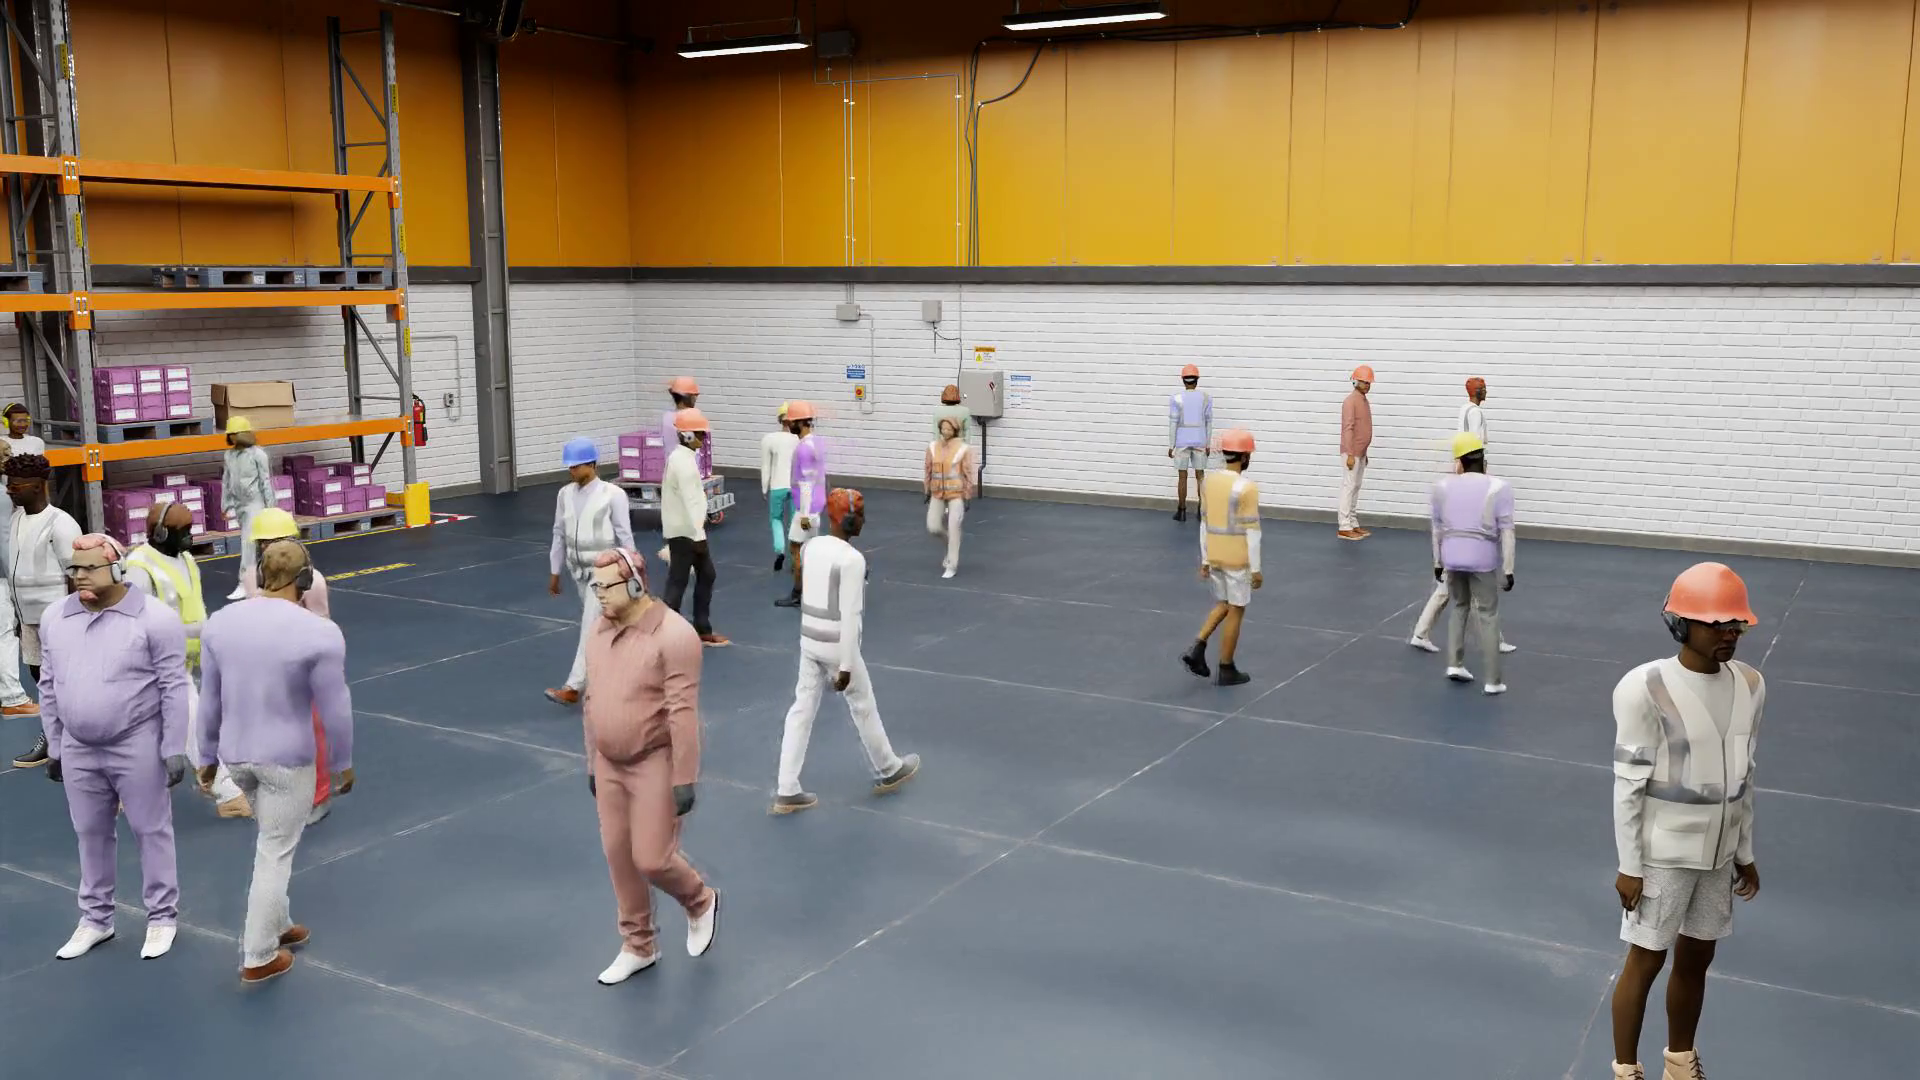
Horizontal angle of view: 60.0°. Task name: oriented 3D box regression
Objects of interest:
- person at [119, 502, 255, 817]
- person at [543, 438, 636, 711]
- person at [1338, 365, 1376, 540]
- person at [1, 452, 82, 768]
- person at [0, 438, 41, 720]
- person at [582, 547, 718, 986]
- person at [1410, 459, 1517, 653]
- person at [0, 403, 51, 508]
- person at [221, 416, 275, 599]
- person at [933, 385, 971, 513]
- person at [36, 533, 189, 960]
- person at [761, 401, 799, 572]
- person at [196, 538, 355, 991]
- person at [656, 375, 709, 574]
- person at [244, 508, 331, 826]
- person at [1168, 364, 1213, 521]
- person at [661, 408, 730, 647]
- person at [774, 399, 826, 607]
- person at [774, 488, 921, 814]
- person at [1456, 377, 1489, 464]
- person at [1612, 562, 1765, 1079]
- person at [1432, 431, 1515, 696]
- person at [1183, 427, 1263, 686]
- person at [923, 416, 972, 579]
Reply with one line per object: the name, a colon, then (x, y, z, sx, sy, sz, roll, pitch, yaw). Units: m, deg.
person: (-4.405, 0.670, 9.261, 1.002, 1.783, 0.632, 0, 9, -2)
person: (-2.638, 0.225, 11.694, 0.629, 1.883, 1.006, 6, 11, 31)
person: (4.550, -1.004, 19.048, 0.392, 1.989, 0.610, 6, 11, 31)
person: (-5.556, 0.441, 10.099, 0.613, 1.963, 0.361, 5, 11, 30)
person: (-6.547, 0.254, 11.353, 0.631, 1.939, 0.370, 8, 12, 40)
person: (-1.351, 0.955, 7.141, 0.662, 1.884, 0.490, 6, 11, 34)
person: (4.005, 0.123, 13.233, 0.851, 1.596, 0.530, -2, 9, -9)
person: (-8.580, -0.322, 15.203, 0.321, 1.860, 0.519, 8, 12, 40)
person: (-6.701, -0.341, 15.782, 0.491, 1.712, 0.815, 4, 10, 22)
person: (-0.109, -1.149, 21.058, 0.500, 1.633, 0.280, -3, 10, -18)
person: (-3.745, 0.912, 7.347, 0.643, 1.910, 0.400, 0, 9, 3)
person: (-1.736, -0.528, 16.806, 0.539, 1.750, 0.419, -1, 9, -5)
person: (-2.911, 0.943, 7.179, 0.650, 1.895, 0.692, 2, 9, 14)
person: (-2.781, -0.630, 16.595, 0.564, 2.025, 0.618, -8, 12, -41)
person: (-3.711, 0.696, 9.136, 0.531, 1.767, 0.323, 3, 9, 15)
person: (2.815, -1.189, 20.396, 0.545, 1.927, 0.385, -1, 9, -4)
person: (-2.096, -0.062, 13.224, 0.741, 1.964, 0.652, -2, 9, -13)
person: (-1.293, -0.323, 15.079, 0.739, 1.915, 0.545, 1, 9, 5)
person: (-0.672, 0.609, 9.483, 1.013, 1.825, 0.594, -9, 12, -43)
person: (5.714, -0.870, 18.539, 0.355, 1.884, 0.575, 0, 9, 2)
person: (2.566, 1.085, 5.844, 0.607, 2.044, 0.372, -4, 10, -21)
person: (3.723, 0.159, 12.109, 0.629, 1.890, 0.472, 6, 11, 34)
person: (1.971, 0.134, 12.180, 0.476, 1.923, 0.546, -5, 11, -30)
person: (-0.107, -0.438, 16.618, 0.538, 1.624, 0.416, 4, 10, 25)
